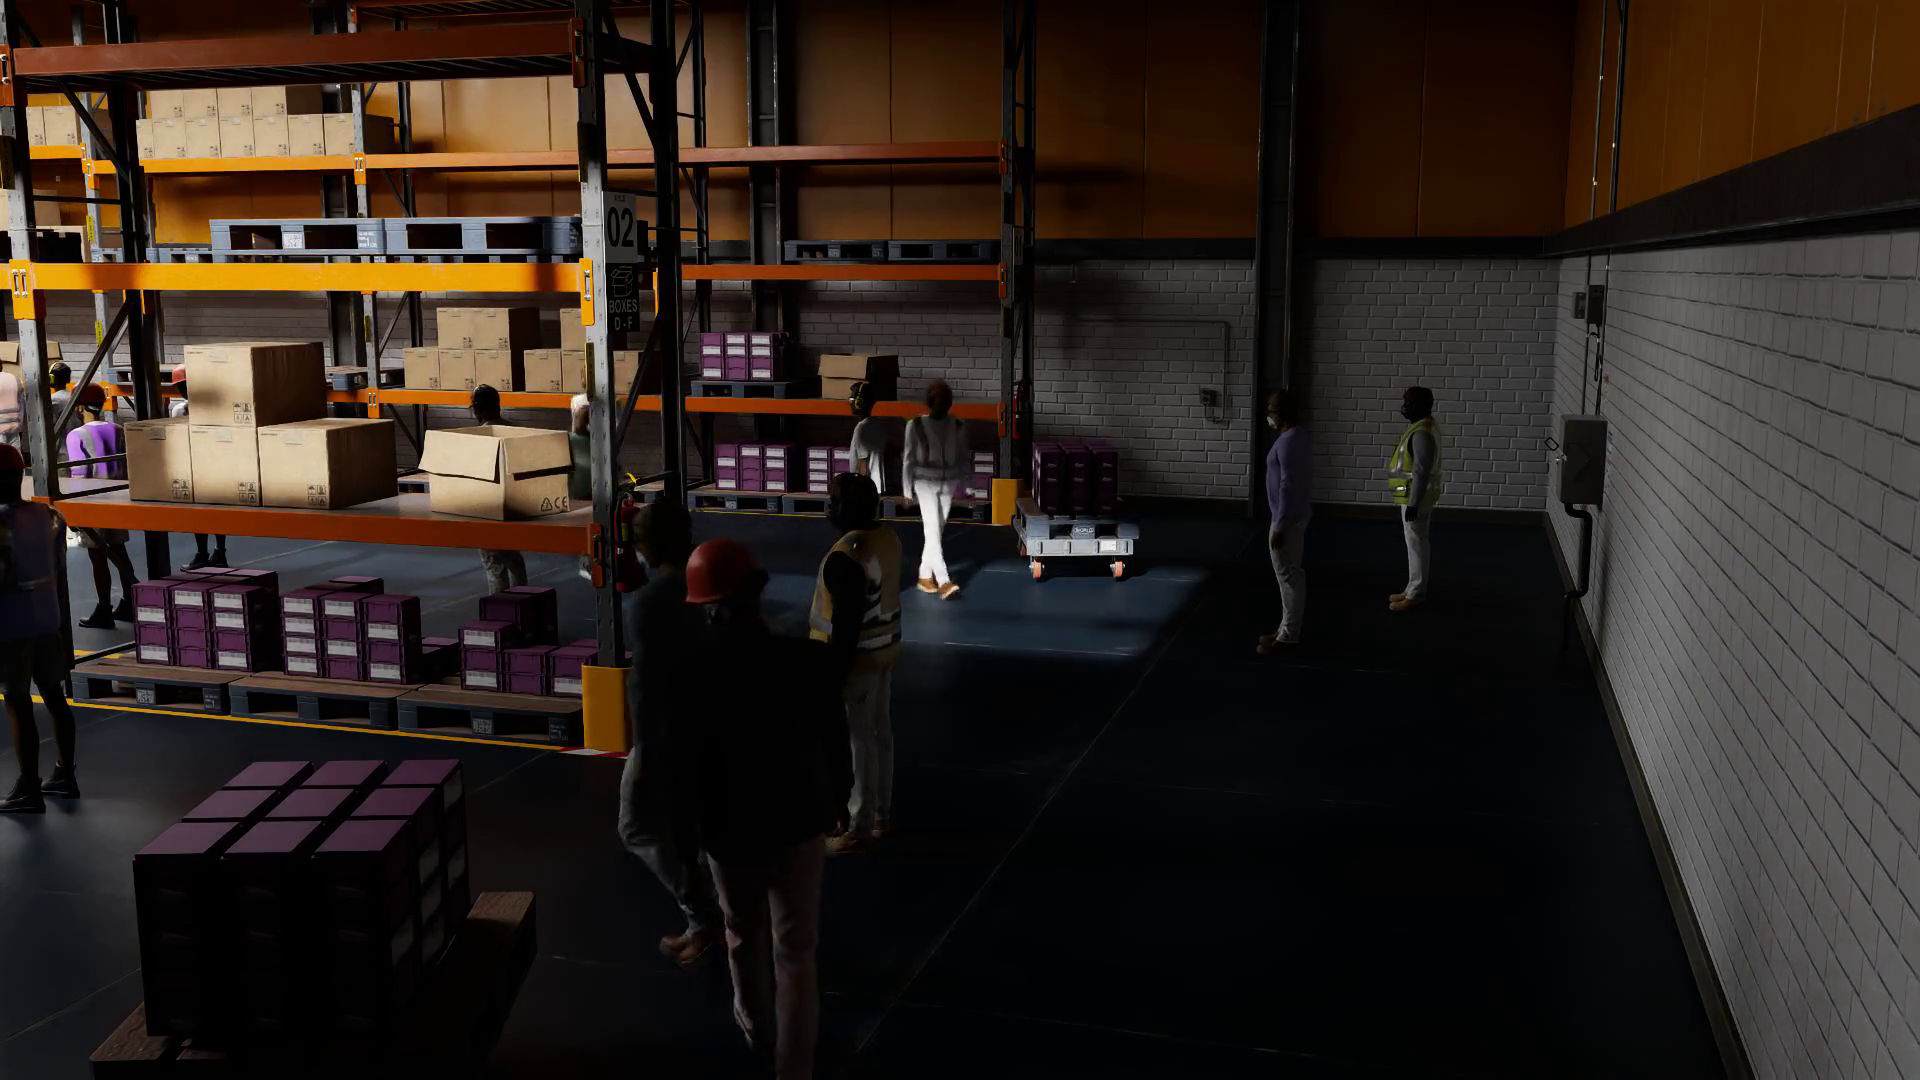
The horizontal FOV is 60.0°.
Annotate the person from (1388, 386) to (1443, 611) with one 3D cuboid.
[{"bbox_3d":[3.722,-0.337,13.635,0.429,1.845,0.621,3,10,17],"label":"person"}]

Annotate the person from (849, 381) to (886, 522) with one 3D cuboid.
[{"bbox_3d":[-0.791,-0.374,13.772,0.328,1.873,0.517,3,10,17],"label":"person"}]

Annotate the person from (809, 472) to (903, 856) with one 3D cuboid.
[{"bbox_3d":[-0.506,0.591,7.981,0.429,1.845,0.621,3,10,17],"label":"person"}]

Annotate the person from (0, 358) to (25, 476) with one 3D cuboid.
[{"bbox_3d":[-11.102,-1.248,19.210,0.429,1.838,0.621,3,10,17],"label":"person"}]

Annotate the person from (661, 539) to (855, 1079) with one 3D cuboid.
[{"bbox_3d":[-0.663,0.950,5.561,0.635,1.919,1.064,-2,9,-9],"label":"person"}]

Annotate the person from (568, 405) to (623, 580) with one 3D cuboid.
[{"bbox_3d":[-3.233,-0.392,14.728,0.502,1.594,0.802,-7,12,-37],"label":"person"}]

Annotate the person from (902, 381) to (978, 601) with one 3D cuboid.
[{"bbox_3d":[-0.144,-0.410,14.081,0.584,1.832,0.987,-5,10,-27],"label":"person"}]

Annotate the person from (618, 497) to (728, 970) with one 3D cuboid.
[{"bbox_3d":[-1.113,0.782,6.578,0.438,1.920,0.657,5,10,26],"label":"person"}]

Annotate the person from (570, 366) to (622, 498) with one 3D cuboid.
[{"bbox_3d":[-3.632,-0.789,16.378,0.611,1.839,0.943,3,10,18],"label":"person"}]

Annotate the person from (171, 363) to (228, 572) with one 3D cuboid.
[{"bbox_3d":[-7.052,-0.662,15.354,0.372,1.928,0.543,3,10,17],"label":"person"}]

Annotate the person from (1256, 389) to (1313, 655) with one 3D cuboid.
[{"bbox_3d":[2.366,-0.127,12.079,0.372,1.934,0.627,3,10,17],"label":"person"}]

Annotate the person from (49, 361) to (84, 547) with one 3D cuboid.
[{"bbox_3d":[-9.007,-0.862,16.748,0.328,1.873,0.517,3,10,17],"label":"person"}]

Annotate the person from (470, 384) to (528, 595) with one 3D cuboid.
[{"bbox_3d":[-3.515,-0.207,12.570,0.372,1.934,0.627,3,10,17],"label":"person"}]

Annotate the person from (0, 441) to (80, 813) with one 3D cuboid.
[{"bbox_3d":[-4.862,0.449,8.587,0.372,1.928,0.543,3,10,17],"label":"person"}]

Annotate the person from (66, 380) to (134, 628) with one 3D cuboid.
[{"bbox_3d":[-6.740,-0.281,13.000,0.360,1.939,0.543,3,10,17],"label":"person"}]
